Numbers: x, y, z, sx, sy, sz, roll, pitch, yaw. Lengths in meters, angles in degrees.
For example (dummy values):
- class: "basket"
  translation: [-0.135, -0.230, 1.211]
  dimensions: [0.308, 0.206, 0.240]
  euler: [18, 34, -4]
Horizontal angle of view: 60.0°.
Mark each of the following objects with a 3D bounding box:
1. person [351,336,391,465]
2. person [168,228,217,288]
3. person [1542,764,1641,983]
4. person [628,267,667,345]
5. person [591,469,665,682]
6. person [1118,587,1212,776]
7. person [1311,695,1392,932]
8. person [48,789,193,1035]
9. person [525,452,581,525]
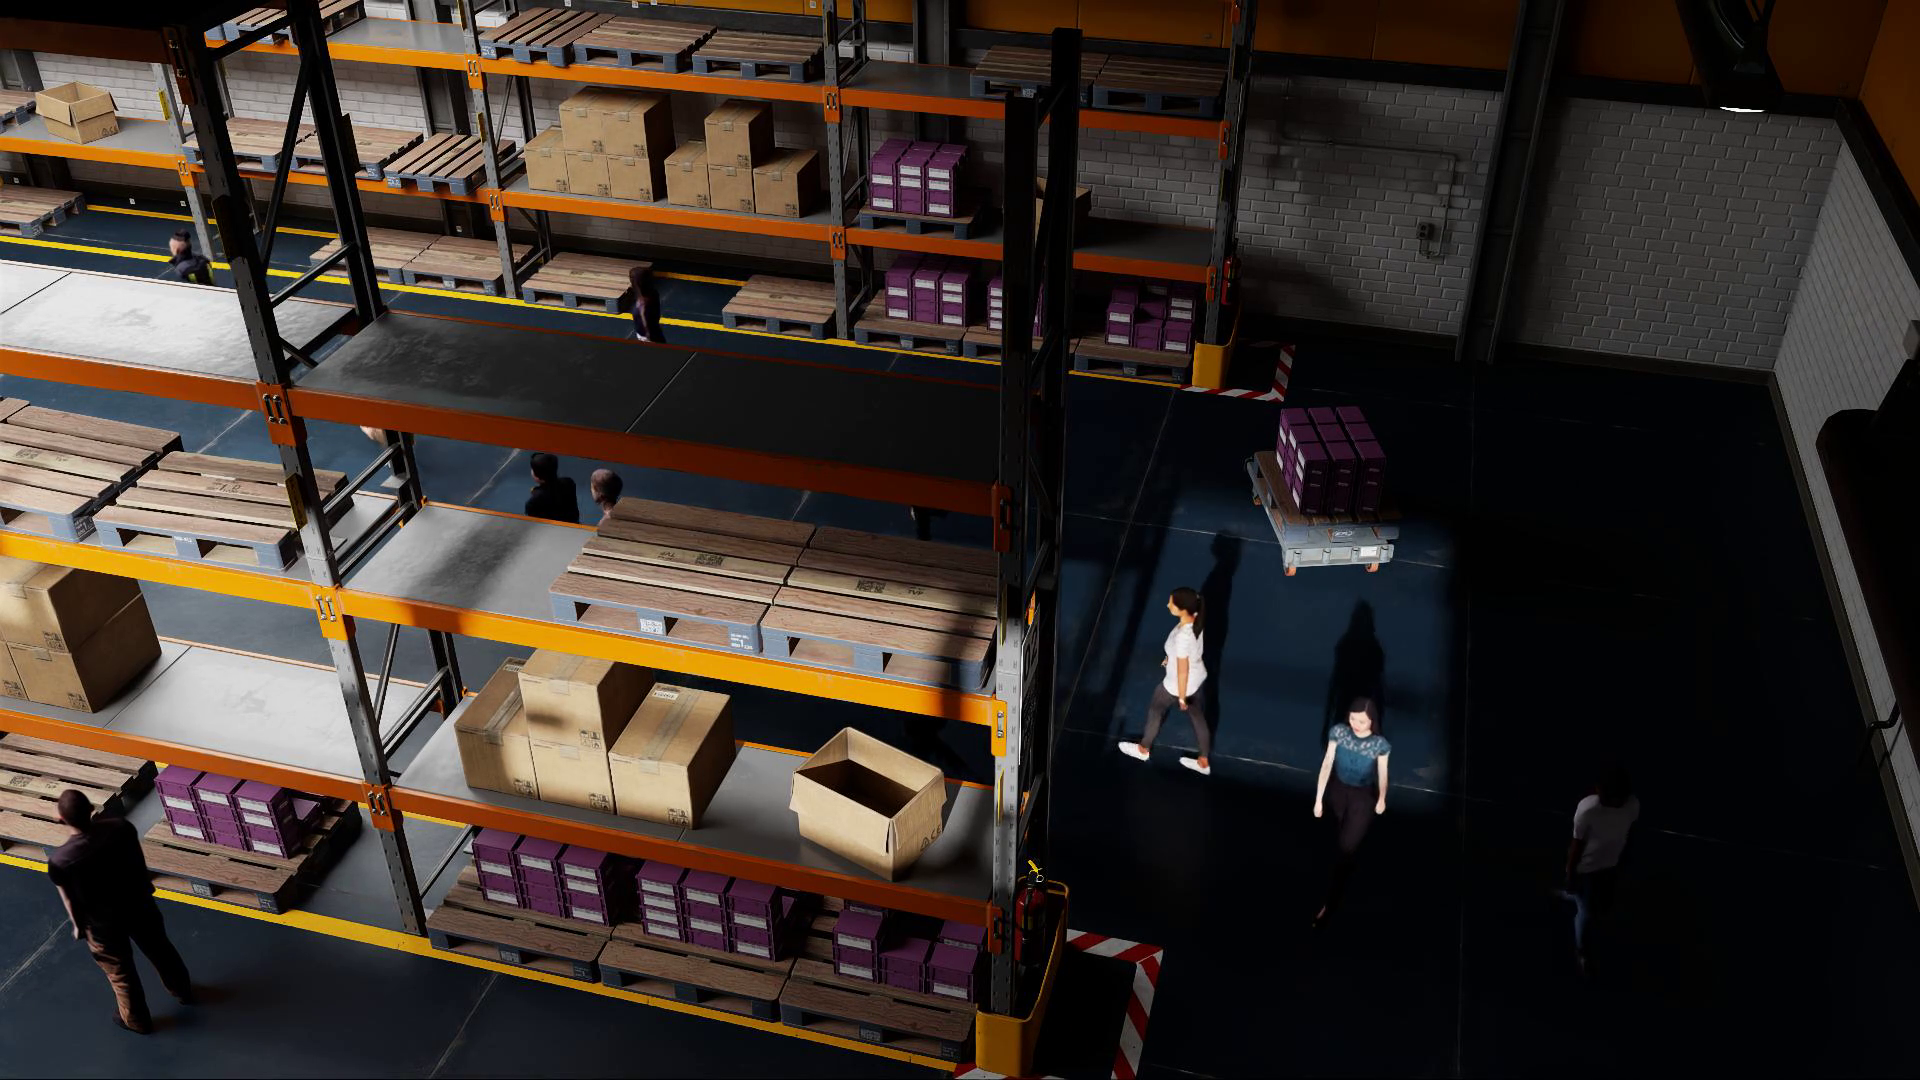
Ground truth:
- class: "person"
  translation: [-5.531, -1.401, 15.664]
  dimensions: [1.122, 1.510, 0.891]
  euler: [27, 42, 34]
- class: "person"
  translation: [-7.475, -2.205, 16.590]
  dimensions: [1.098, 1.825, 0.787]
  euler: [6, 34, 10]
- class: "person"
  translation: [3.903, 1.994, 10.390]
  dimensions: [0.935, 1.694, 0.944]
  euler: [-12, 35, -17]
- class: "person"
  translation: [-2.994, -1.942, 16.408]
  dimensions: [0.815, 1.589, 0.653]
  euler: [5, 34, 7]
- class: "person"
  translation: [-2.506, 0.322, 12.763]
  dimensions: [0.908, 1.852, 0.816]
  euler: [0, 34, 0]
- class: "person"
  translation: [1.685, 1.047, 11.891]
  dimensions: [0.995, 1.610, 0.752]
  euler: [19, 38, 27]
- class: "person"
  translation: [2.582, 1.652, 10.905]
  dimensions: [1.093, 1.694, 0.851]
  euler: [18, 38, 25]
- class: "person"
  translation: [-5.051, 2.199, 9.948]
  dimensions: [0.721, 1.842, 0.757]
  euler: [22, 39, 29]
- class: "person"
  translation: [-3.184, 0.086, 13.307]
  dimensions: [1.083, 1.644, 0.847]
  euler: [16, 37, 22]
